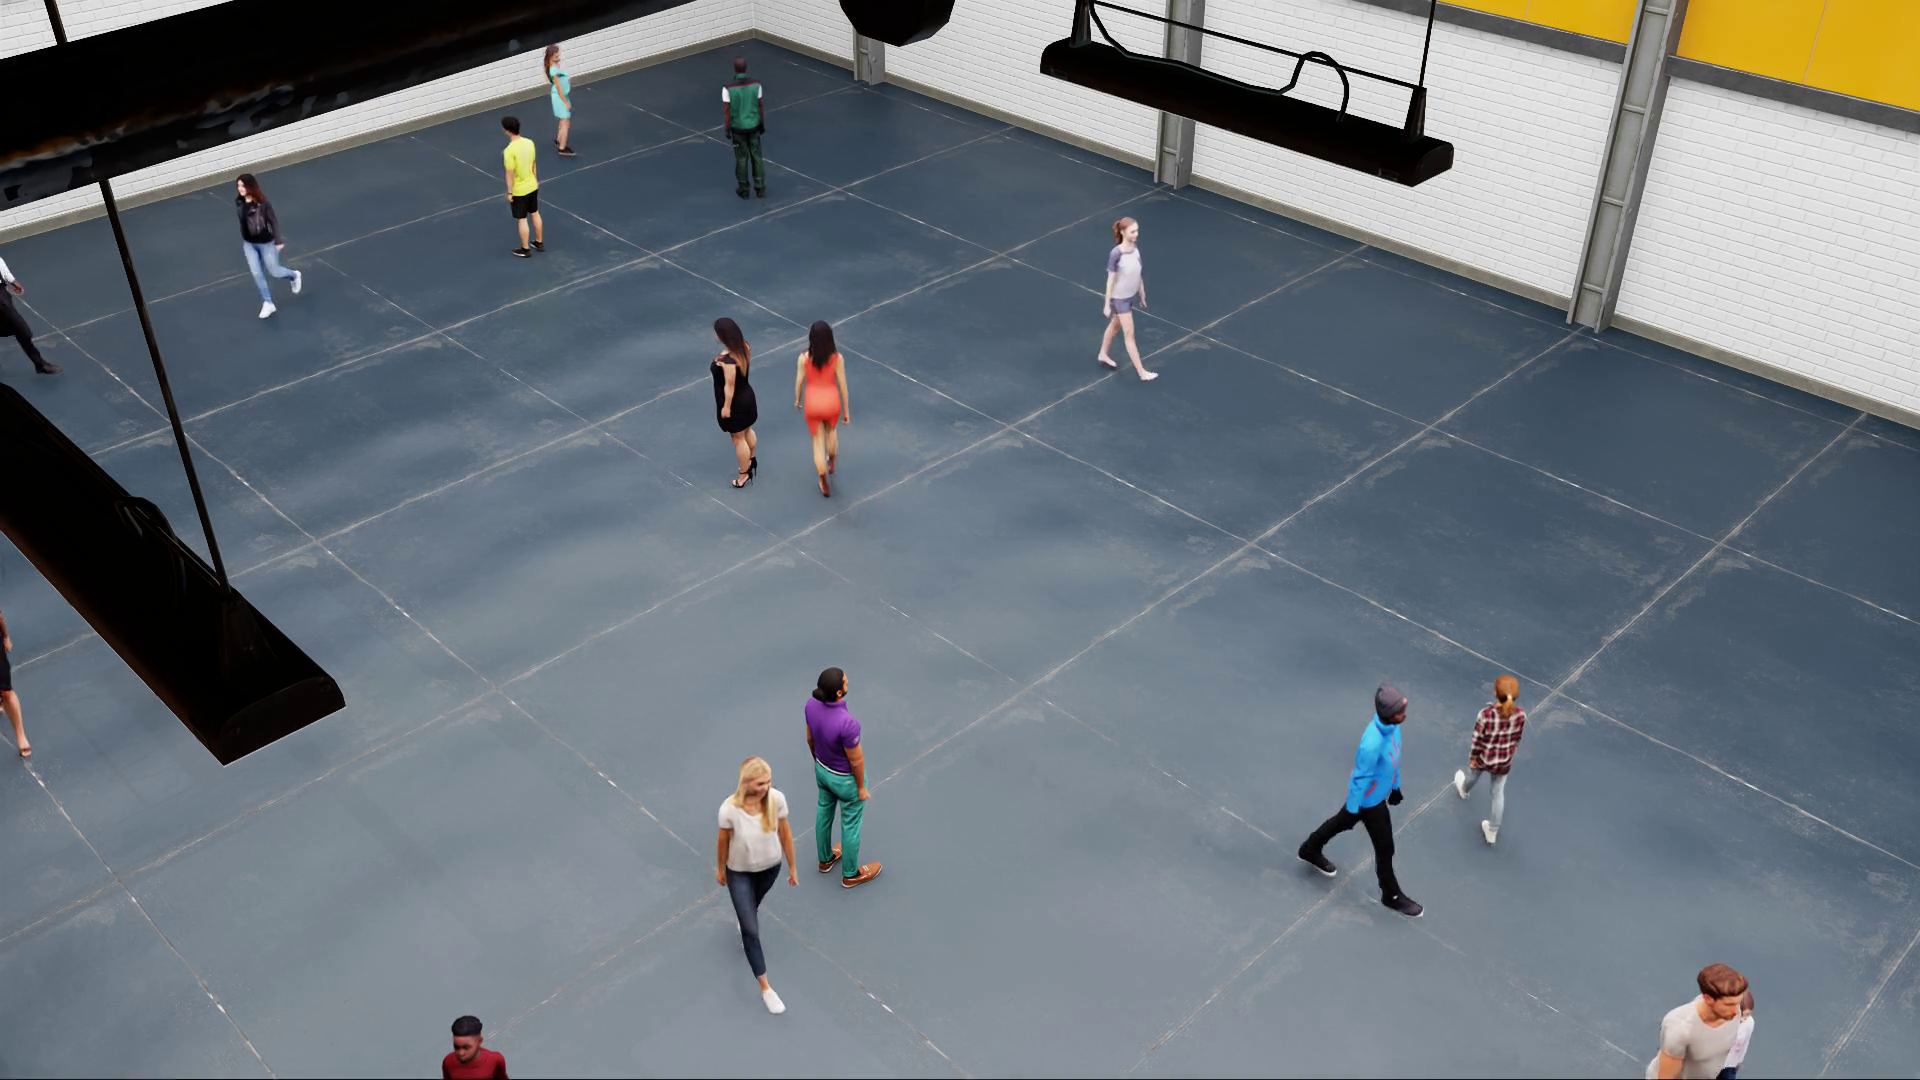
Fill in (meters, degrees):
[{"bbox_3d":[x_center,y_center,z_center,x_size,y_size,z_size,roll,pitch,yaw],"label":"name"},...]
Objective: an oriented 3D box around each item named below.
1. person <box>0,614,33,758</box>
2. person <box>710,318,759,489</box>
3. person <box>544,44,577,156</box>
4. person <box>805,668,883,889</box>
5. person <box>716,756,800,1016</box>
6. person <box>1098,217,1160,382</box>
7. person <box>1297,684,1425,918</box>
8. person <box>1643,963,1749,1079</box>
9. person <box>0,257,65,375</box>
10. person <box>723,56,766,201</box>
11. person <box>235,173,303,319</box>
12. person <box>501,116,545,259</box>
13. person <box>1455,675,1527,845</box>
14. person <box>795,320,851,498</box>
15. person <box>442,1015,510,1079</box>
[{"bbox_3d":[-7.313,0.775,12.356,0.788,1.710,1.128,-18,37,-24],"label":"person"},{"bbox_3d":[-2.063,-1.282,15.449,0.781,1.711,0.760,7,34,11],"label":"person"},{"bbox_3d":[-5.473,-6.037,22.760,0.859,1.537,0.716,-13,36,-19],"label":"person"},{"bbox_3d":[-0.817,1.569,11.108,0.523,1.768,0.690,26,41,33],"label":"person"},{"bbox_3d":[-1.321,2.009,10.453,0.895,1.759,1.236,-13,36,-19],"label":"person"},{"bbox_3d":[1.637,-2.543,17.332,1.081,1.728,0.631,26,41,33],"label":"person"},{"bbox_3d":[2.617,1.655,10.993,1.215,1.752,0.828,19,38,26],"label":"person"},{"bbox_3d":[3.826,2.917,9.015,0.999,1.840,1.307,-13,36,-19],"label":"person"},{"bbox_3d":[-10.111,-2.529,17.251,1.234,1.793,1.205,-1,34,-2],"label":"person"},{"bbox_3d":[-2.761,-5.300,21.379,0.764,1.837,0.730,-13,36,-19],"label":"person"},{"bbox_3d":[-7.783,-3.331,18.618,0.979,1.615,0.958,9,35,13],"label":"person"},{"bbox_3d":[-5.240,-4.244,19.909,0.622,1.706,0.677,23,40,31],"label":"person"},{"bbox_3d":[3.742,1.543,11.598,0.894,1.268,0.956,0,34,0],"label":"person"},{"bbox_3d":[-1.253,-1.166,15.289,0.861,1.696,0.979,-9,35,-13],"label":"person"},{"bbox_3d":[-2.670,3.112,9.249,0.590,1.256,0.642,-2,34,-4],"label":"person"}]
